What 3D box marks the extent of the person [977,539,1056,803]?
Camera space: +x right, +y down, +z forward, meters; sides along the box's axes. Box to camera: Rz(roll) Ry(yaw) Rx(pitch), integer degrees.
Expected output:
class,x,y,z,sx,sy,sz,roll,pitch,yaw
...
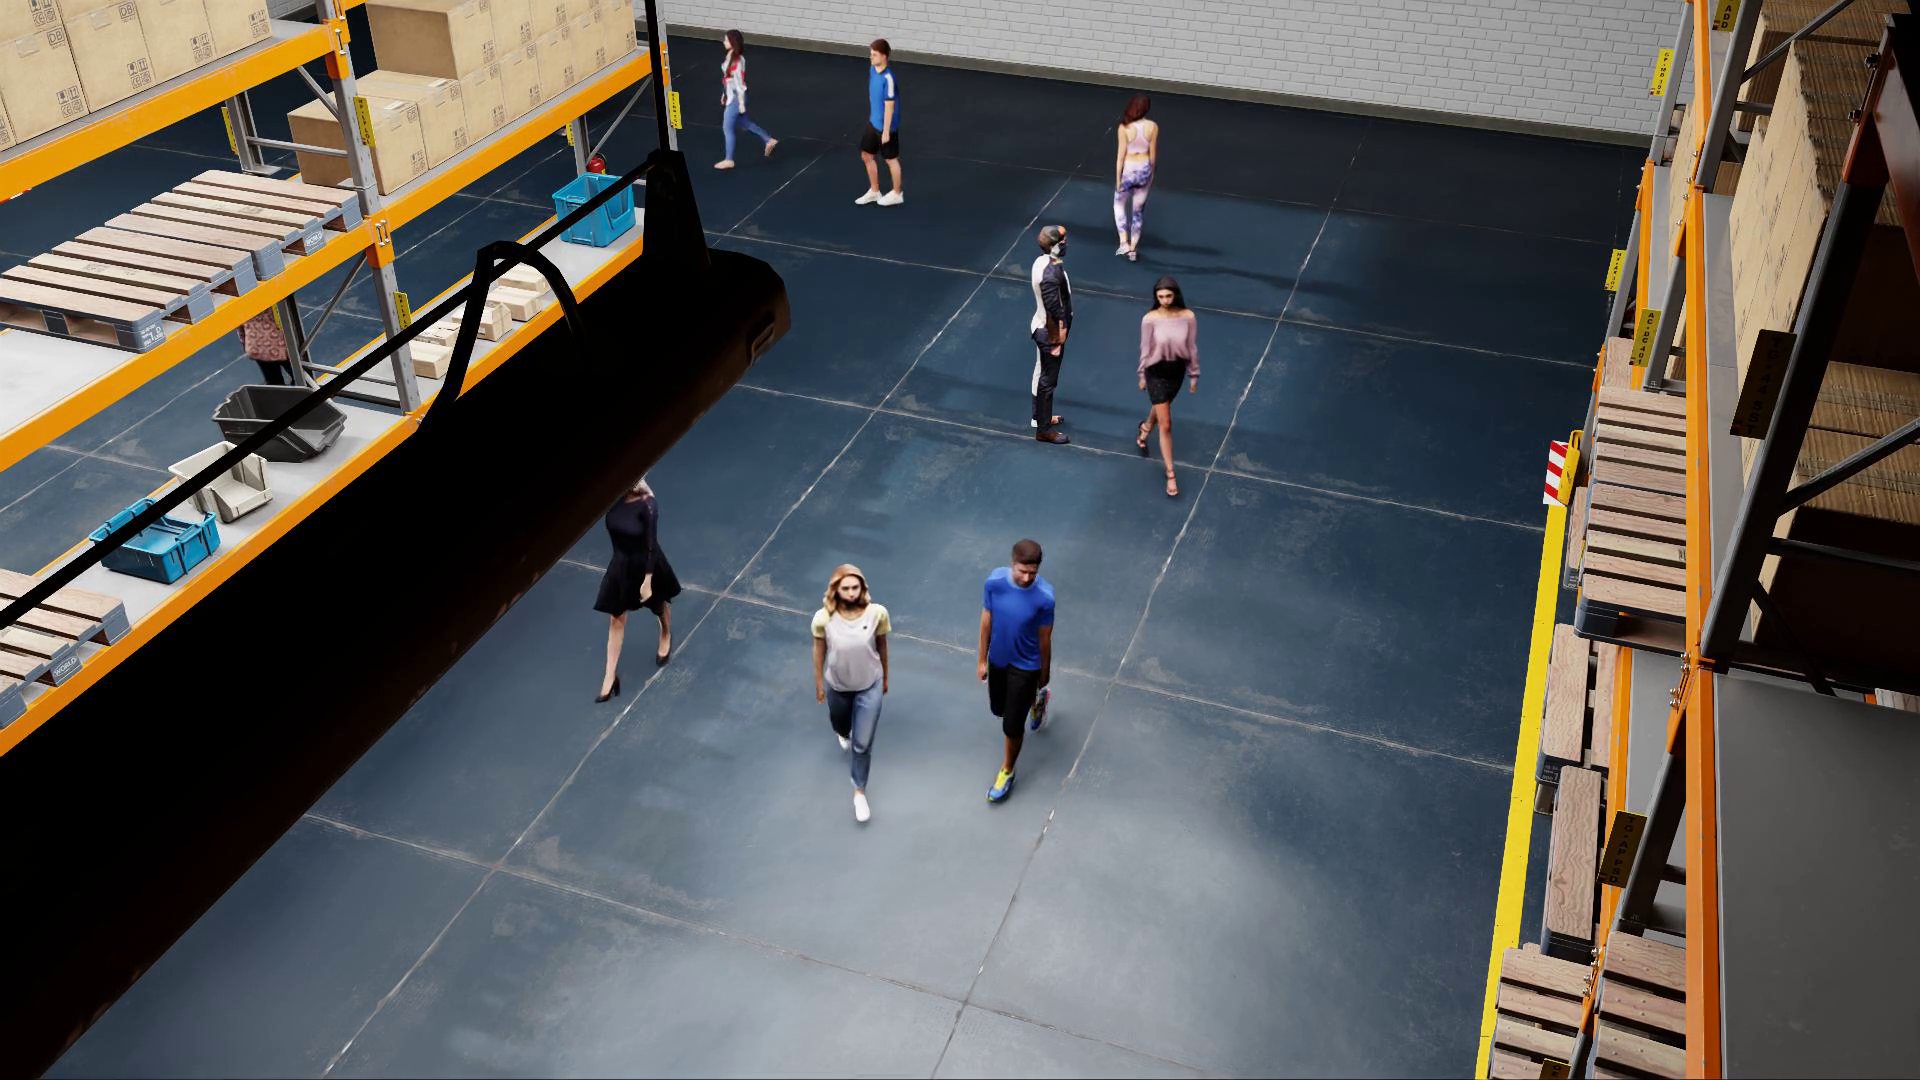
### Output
class,x,y,z,sx,sy,sz,roll,pitch,yaw
person,0.384,0.708,10.217,0.727,1.830,1.115,18,38,25

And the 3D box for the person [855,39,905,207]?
class,x,y,z,sx,sy,sz,roll,pitch,yaw
person,-0.750,-4.538,18.090,0.961,1.851,0.897,-20,38,-27

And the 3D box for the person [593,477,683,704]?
class,x,y,z,sx,sy,sz,roll,pitch,yaw
person,-2.097,0.171,11.129,0.594,1.715,1.065,12,35,18

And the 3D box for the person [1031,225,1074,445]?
class,x,y,z,sx,sy,sz,roll,pitch,yaw
person,0.743,-1.729,13.827,0.820,1.892,0.676,-2,34,-3

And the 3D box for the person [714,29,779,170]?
class,x,y,z,sx,sy,sz,roll,pitch,yaw
person,-2.496,-5.082,19.147,1.043,1.588,1.041,-10,35,-15

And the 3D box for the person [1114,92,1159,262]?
class,x,y,z,sx,sy,sz,roll,pitch,yaw
person,1.792,-3.626,16.805,0.720,1.755,0.789,-4,34,-5

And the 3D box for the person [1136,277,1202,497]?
class,x,y,z,sx,sy,sz,roll,pitch,yaw
person,1.614,-1.308,13.314,1.041,1.759,1.247,-6,34,-9

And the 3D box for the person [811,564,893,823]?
class,x,y,z,sx,sy,sz,roll,pitch,yaw
person,-0.669,0.836,10.140,0.975,1.701,1.170,-6,34,-8
